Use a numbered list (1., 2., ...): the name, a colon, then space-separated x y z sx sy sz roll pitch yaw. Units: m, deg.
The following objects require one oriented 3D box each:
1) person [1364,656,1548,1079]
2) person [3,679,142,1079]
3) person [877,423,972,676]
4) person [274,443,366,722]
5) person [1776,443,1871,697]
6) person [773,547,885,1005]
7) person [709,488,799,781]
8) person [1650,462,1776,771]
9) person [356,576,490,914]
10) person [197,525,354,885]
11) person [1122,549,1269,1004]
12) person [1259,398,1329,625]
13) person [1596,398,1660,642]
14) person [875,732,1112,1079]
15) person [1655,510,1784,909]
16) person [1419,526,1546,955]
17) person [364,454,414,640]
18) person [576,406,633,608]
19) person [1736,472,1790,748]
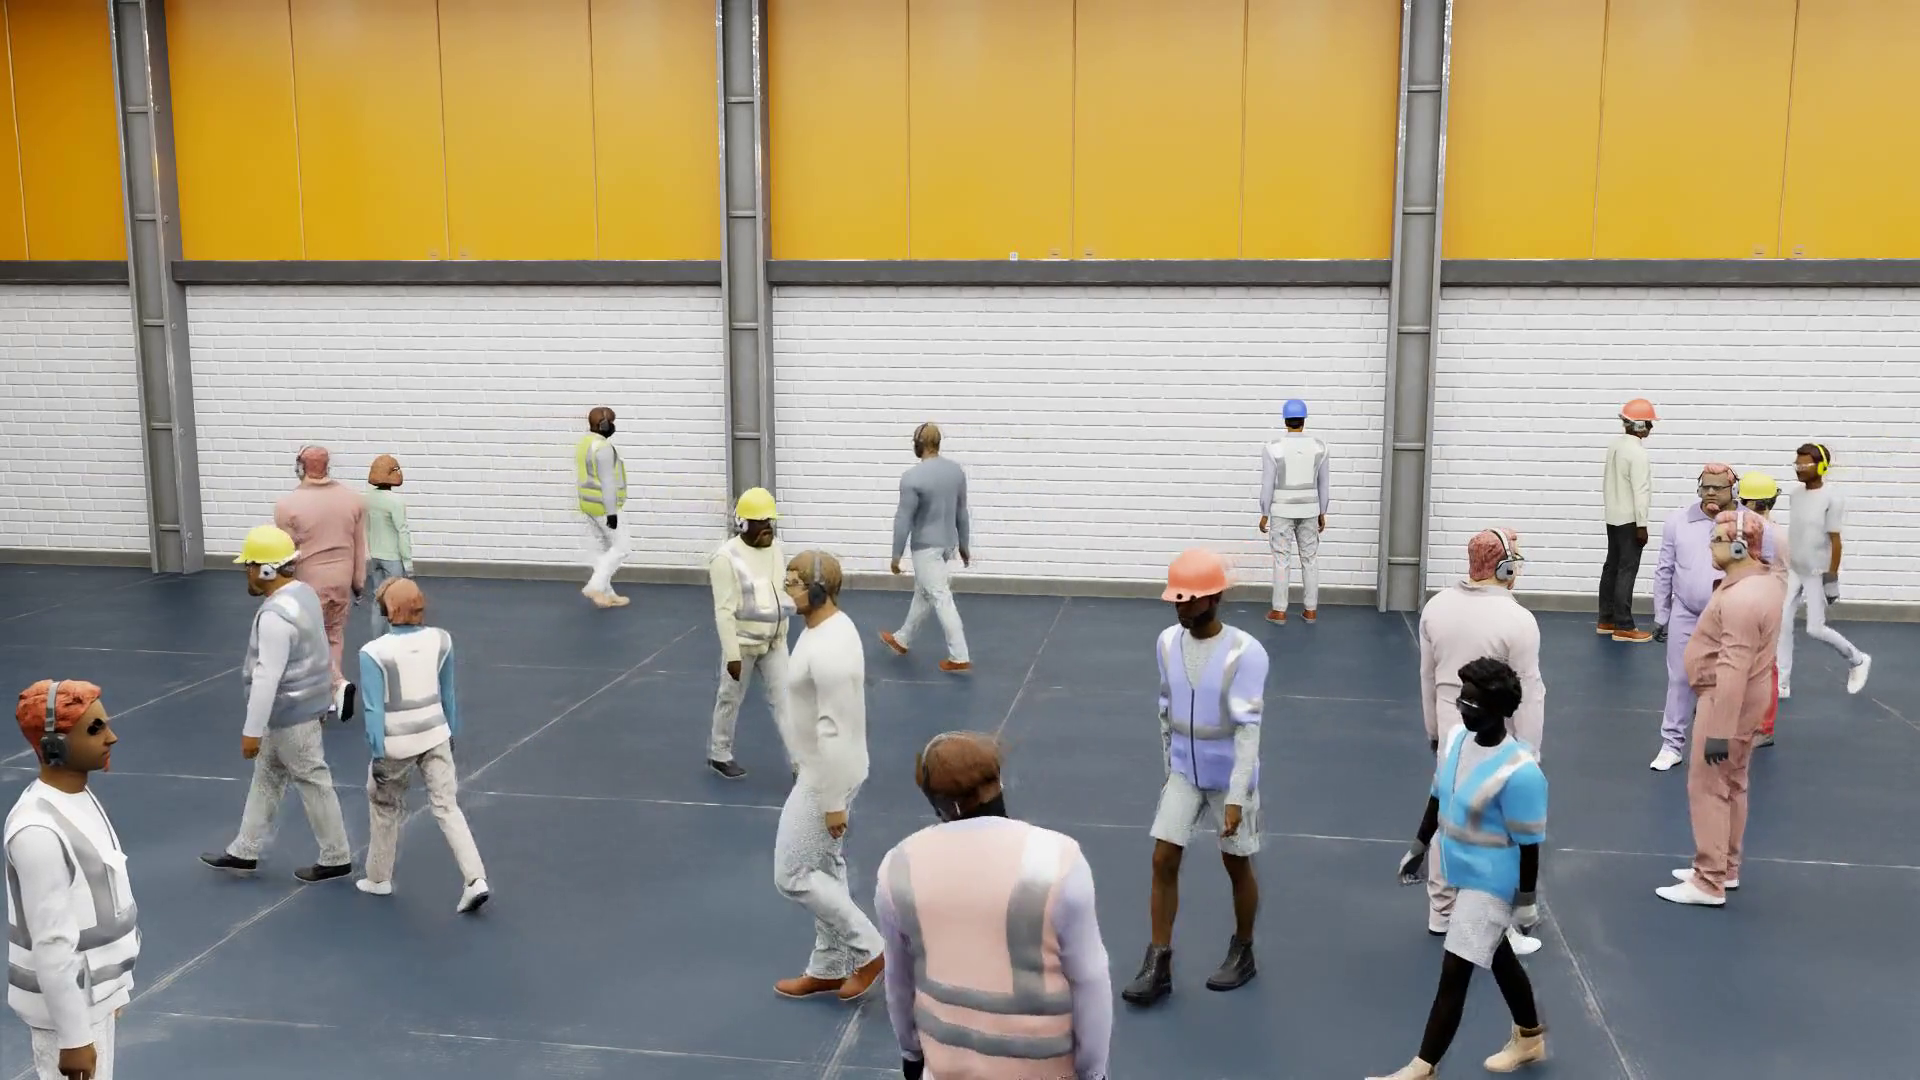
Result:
1. person: 1.869 1.232 6.091 0.840 1.654 0.540 -2 9 -10
2. person: -2.535 1.326 4.804 0.353 1.883 0.573 -4 10 -21
3. person: -0.281 0.054 12.621 1.032 1.884 0.654 8 12 39
4. person: -4.269 0.293 11.175 0.749 1.886 0.650 7 12 39
5. person: 6.050 0.228 11.732 0.781 1.841 0.524 -2 9 -13
6. person: -0.564 0.980 6.812 0.451 1.925 0.628 -1 9 -3
7. person: -1.159 0.584 9.685 0.941 1.776 0.621 8 12 40
8. person: 4.475 0.481 9.942 0.652 1.906 0.403 6 11 34
9. person: -2.563 0.970 7.884 0.853 1.601 0.515 7 12 38
10. person: -3.412 0.828 8.116 0.846 1.796 0.626 -2 9 -11
11. person: 0.975 0.987 6.840 0.567 1.902 0.832 8 12 40
12. person: 2.858 -0.241 14.277 0.606 1.944 0.403 -1 9 -6
13. person: 5.507 -0.169 13.681 0.393 1.991 0.626 0 9 -3
14. person: 0.092 1.419 4.512 0.672 1.809 0.445 5 11 30
15. person: 3.673 0.802 7.979 0.411 1.905 0.684 6 11 34
16. person: 2.353 0.888 7.432 0.406 1.909 0.639 -5 11 -30
17. person: -4.366 0.158 12.764 0.500 1.636 0.280 7 12 37
18. person: -3.190 -0.282 14.867 0.430 1.831 0.656 -5 11 -30
19. person: 5.055 0.444 10.608 0.329 1.765 0.526 -1 9 -5
